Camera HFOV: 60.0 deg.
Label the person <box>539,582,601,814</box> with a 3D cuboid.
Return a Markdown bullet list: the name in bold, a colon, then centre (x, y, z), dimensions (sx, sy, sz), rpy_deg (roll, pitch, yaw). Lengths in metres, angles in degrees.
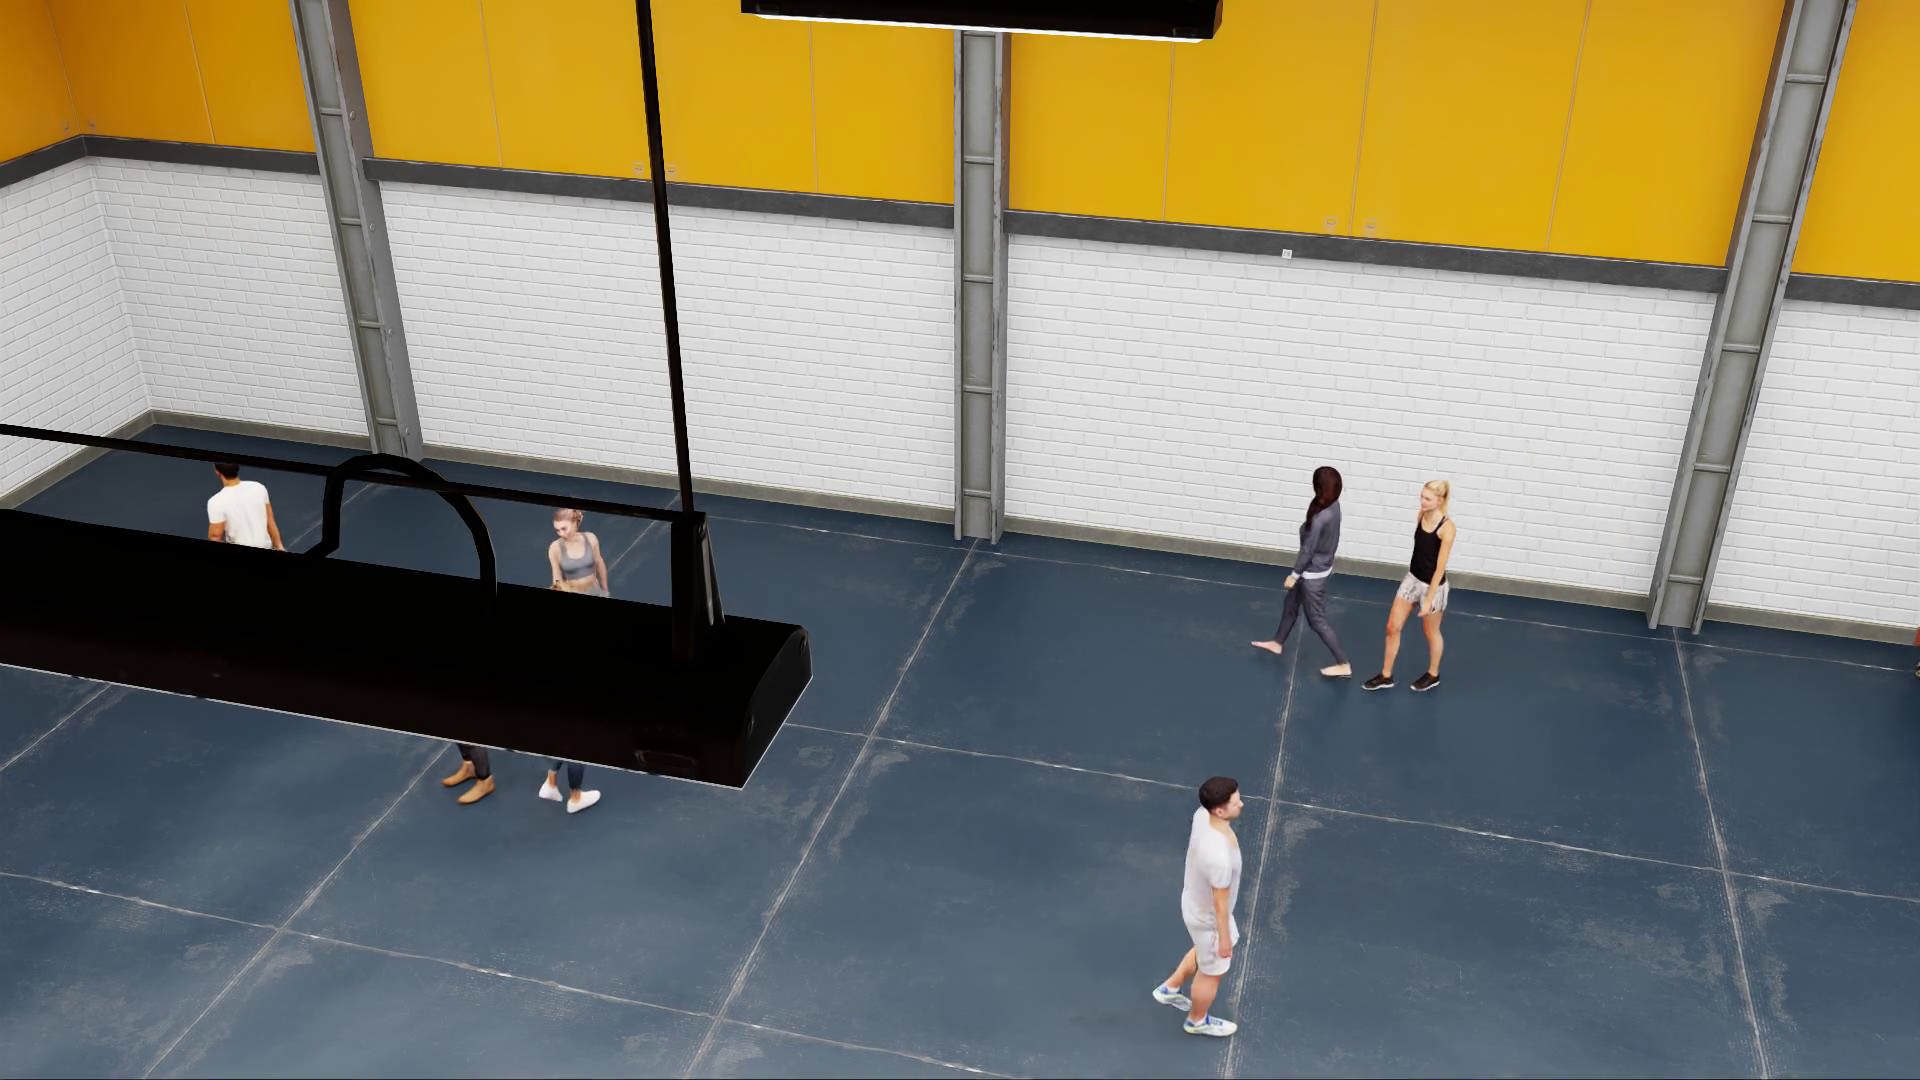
- **person**: centre (-2.731, 1.129, 11.261), dimensions (0.754, 1.799, 0.824), rpy_deg (20, 34, 32)

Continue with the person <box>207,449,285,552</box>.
- **person**: centre (-5.526, 0.162, 13.078), dimensions (1.195, 1.766, 0.907), rpy_deg (19, 34, 31)

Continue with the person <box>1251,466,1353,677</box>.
- **person**: centre (2.811, 0.282, 12.881), dimensions (1.092, 1.734, 0.693), rpy_deg (11, 31, 20)

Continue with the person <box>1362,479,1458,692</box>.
- **person**: centre (3.635, 0.337, 12.690), dimensions (0.996, 1.819, 0.916), rpy_deg (-14, 32, -24)

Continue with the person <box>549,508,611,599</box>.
- **person**: centre (-2.846, 0.447, 12.642), dimensions (0.864, 1.673, 0.828), rpy_deg (24, 37, 37)

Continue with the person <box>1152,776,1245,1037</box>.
- **person**: centre (1.332, 2.092, 9.449), dimensions (0.827, 1.842, 0.797), rpy_deg (-1, 29, -1)
